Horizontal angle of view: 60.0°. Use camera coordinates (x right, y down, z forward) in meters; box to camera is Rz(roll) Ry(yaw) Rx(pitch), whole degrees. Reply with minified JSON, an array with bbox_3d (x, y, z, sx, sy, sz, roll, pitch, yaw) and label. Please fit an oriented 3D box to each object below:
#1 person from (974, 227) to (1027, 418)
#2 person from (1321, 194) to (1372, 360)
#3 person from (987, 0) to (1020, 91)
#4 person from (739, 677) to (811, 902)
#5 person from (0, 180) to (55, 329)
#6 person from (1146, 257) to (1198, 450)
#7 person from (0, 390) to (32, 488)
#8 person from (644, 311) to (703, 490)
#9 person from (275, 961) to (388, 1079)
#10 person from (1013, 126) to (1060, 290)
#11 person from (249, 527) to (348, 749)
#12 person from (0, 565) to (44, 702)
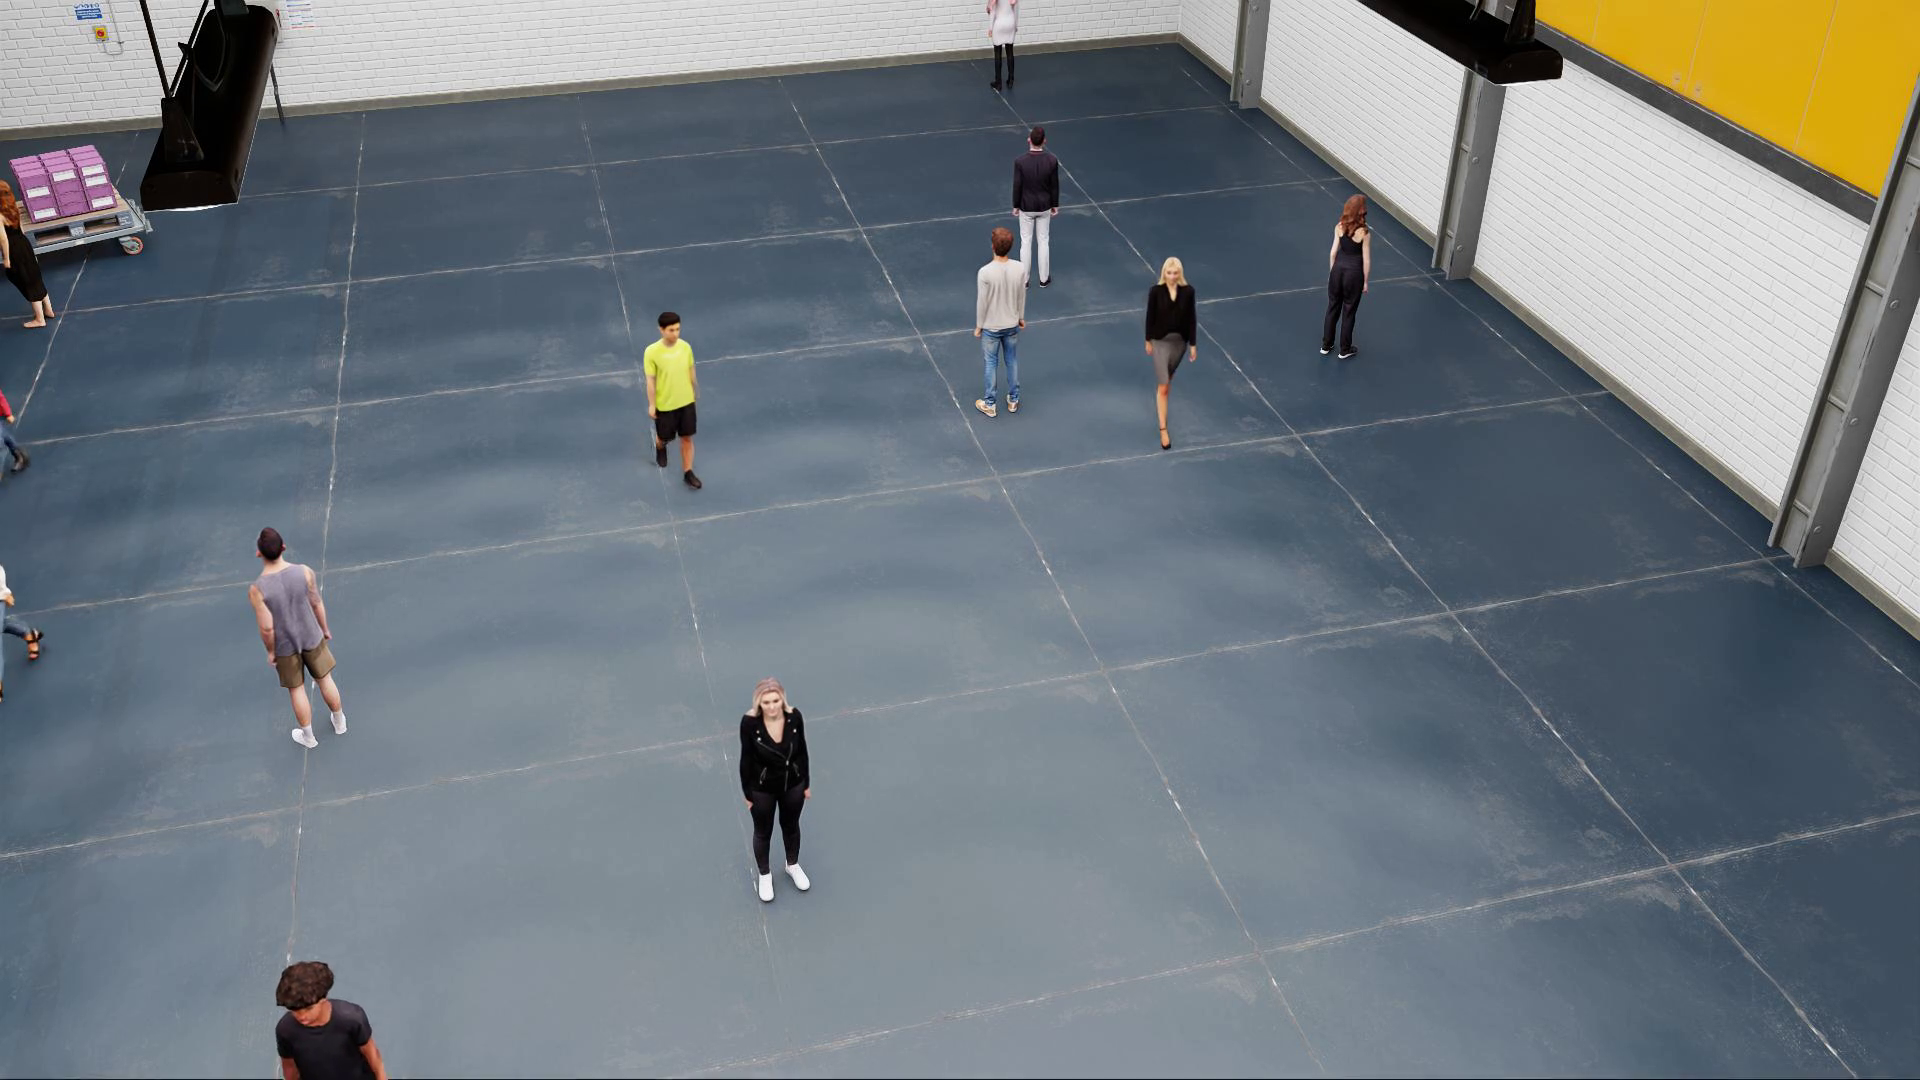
[{"bbox_3d":[0.390,-2.077,15.914,0.685,1.904,0.596,-12,35,-17],"label":"person"},{"bbox_3d":[3.949,-2.703,16.997,0.649,1.747,0.729,22,39,29],"label":"person"},{"bbox_3d":[0.635,-7.439,24.071,0.644,1.804,0.613,-12,35,-17],"label":"person"},{"bbox_3d":[-1.179,1.565,10.631,0.624,1.686,0.559,-12,35,-17],"label":"person"},{"bbox_3d":[-9.971,-3.046,17.624,0.688,1.625,0.589,1,34,1],"label":"person"},{"bbox_3d":[1.963,-1.825,15.642,0.736,1.786,1.189,-2,34,-4],"label":"person"},{"bbox_3d":[-8.753,-1.152,15.081,0.764,1.285,0.964,5,34,8],"label":"person"},{"bbox_3d":[-2.605,-1.285,14.908,0.771,1.698,0.940,-18,38,-25],"label":"person"},{"bbox_3d":[-3.226,2.793,8.708,0.659,1.772,0.643,-6,34,-8],"label":"person"},{"bbox_3d":[0.829,-3.671,18.366,0.712,1.844,0.632,-1,34,-2],"label":"person"},{"bbox_3d":[-4.735,0.697,11.856,0.717,1.846,0.728,-26,42,-33],"label":"person"},{"bbox_3d":[-7.289,0.380,12.455,0.889,1.642,1.164,3,34,5],"label":"person"}]
